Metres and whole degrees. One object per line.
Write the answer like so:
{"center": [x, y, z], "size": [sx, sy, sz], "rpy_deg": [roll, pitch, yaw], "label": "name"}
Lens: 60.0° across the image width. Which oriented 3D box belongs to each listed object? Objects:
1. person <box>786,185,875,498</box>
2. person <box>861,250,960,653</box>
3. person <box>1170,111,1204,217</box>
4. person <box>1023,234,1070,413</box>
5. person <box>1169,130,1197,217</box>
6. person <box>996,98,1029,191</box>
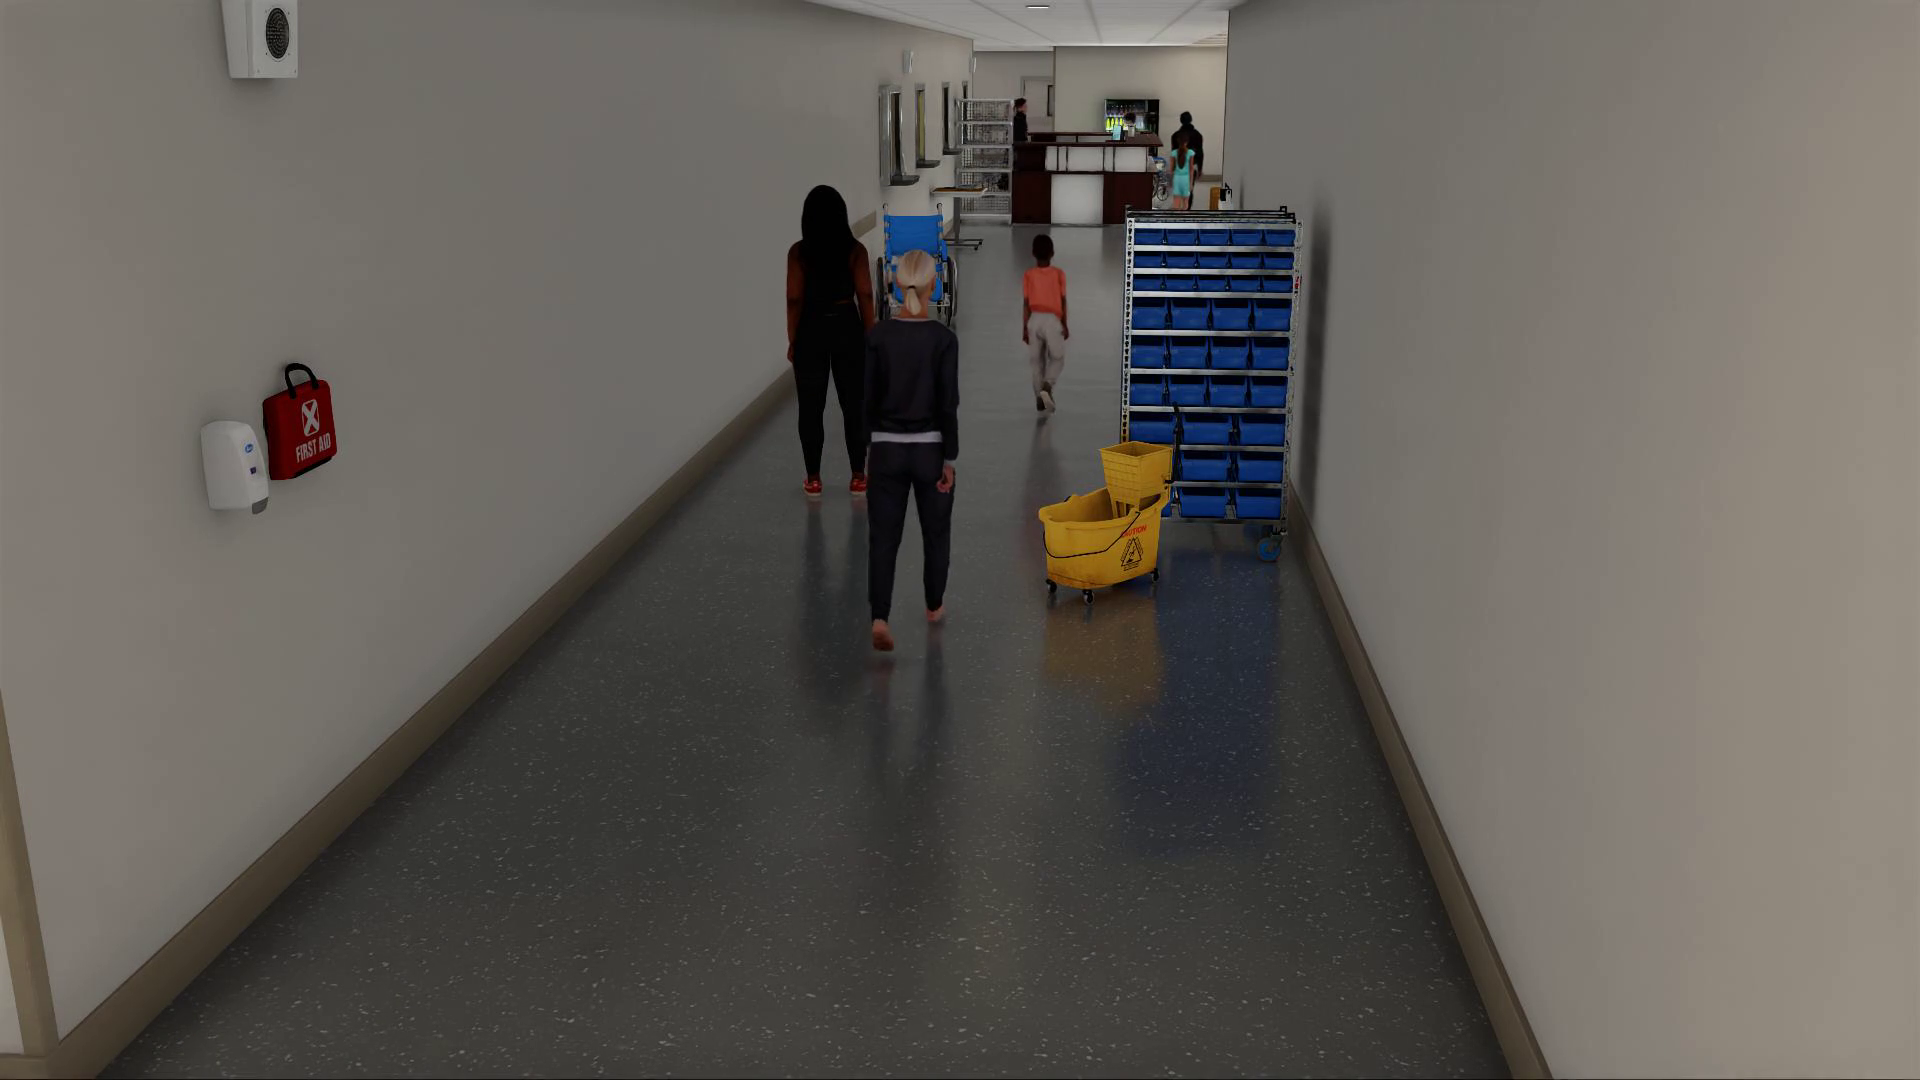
{"center": [-0.768, -1.166, 9.776], "size": [0.600, 1.814, 0.772], "rpy_deg": [-1, 16, -4], "label": "person"}
{"center": [-0.237, -0.368, 7.149], "size": [0.966, 1.705, 0.647], "rpy_deg": [1, 16, 5], "label": "person"}
{"center": [3.706, -6.087, 27.278], "size": [0.970, 1.788, 0.828], "rpy_deg": [4, 16, 14], "label": "person"}
{"center": [0.616, -1.554, 12.100], "size": [0.661, 1.300, 0.611], "rpy_deg": [4, 16, 13], "label": "person"}
{"center": [3.453, -5.592, 26.006], "size": [1.006, 1.525, 0.689], "rpy_deg": [3, 16, 11], "label": "person"}
{"center": [1.061, -7.682, 32.679], "size": [0.994, 1.928, 0.828], "rpy_deg": [-2, 16, -7], "label": "person"}
